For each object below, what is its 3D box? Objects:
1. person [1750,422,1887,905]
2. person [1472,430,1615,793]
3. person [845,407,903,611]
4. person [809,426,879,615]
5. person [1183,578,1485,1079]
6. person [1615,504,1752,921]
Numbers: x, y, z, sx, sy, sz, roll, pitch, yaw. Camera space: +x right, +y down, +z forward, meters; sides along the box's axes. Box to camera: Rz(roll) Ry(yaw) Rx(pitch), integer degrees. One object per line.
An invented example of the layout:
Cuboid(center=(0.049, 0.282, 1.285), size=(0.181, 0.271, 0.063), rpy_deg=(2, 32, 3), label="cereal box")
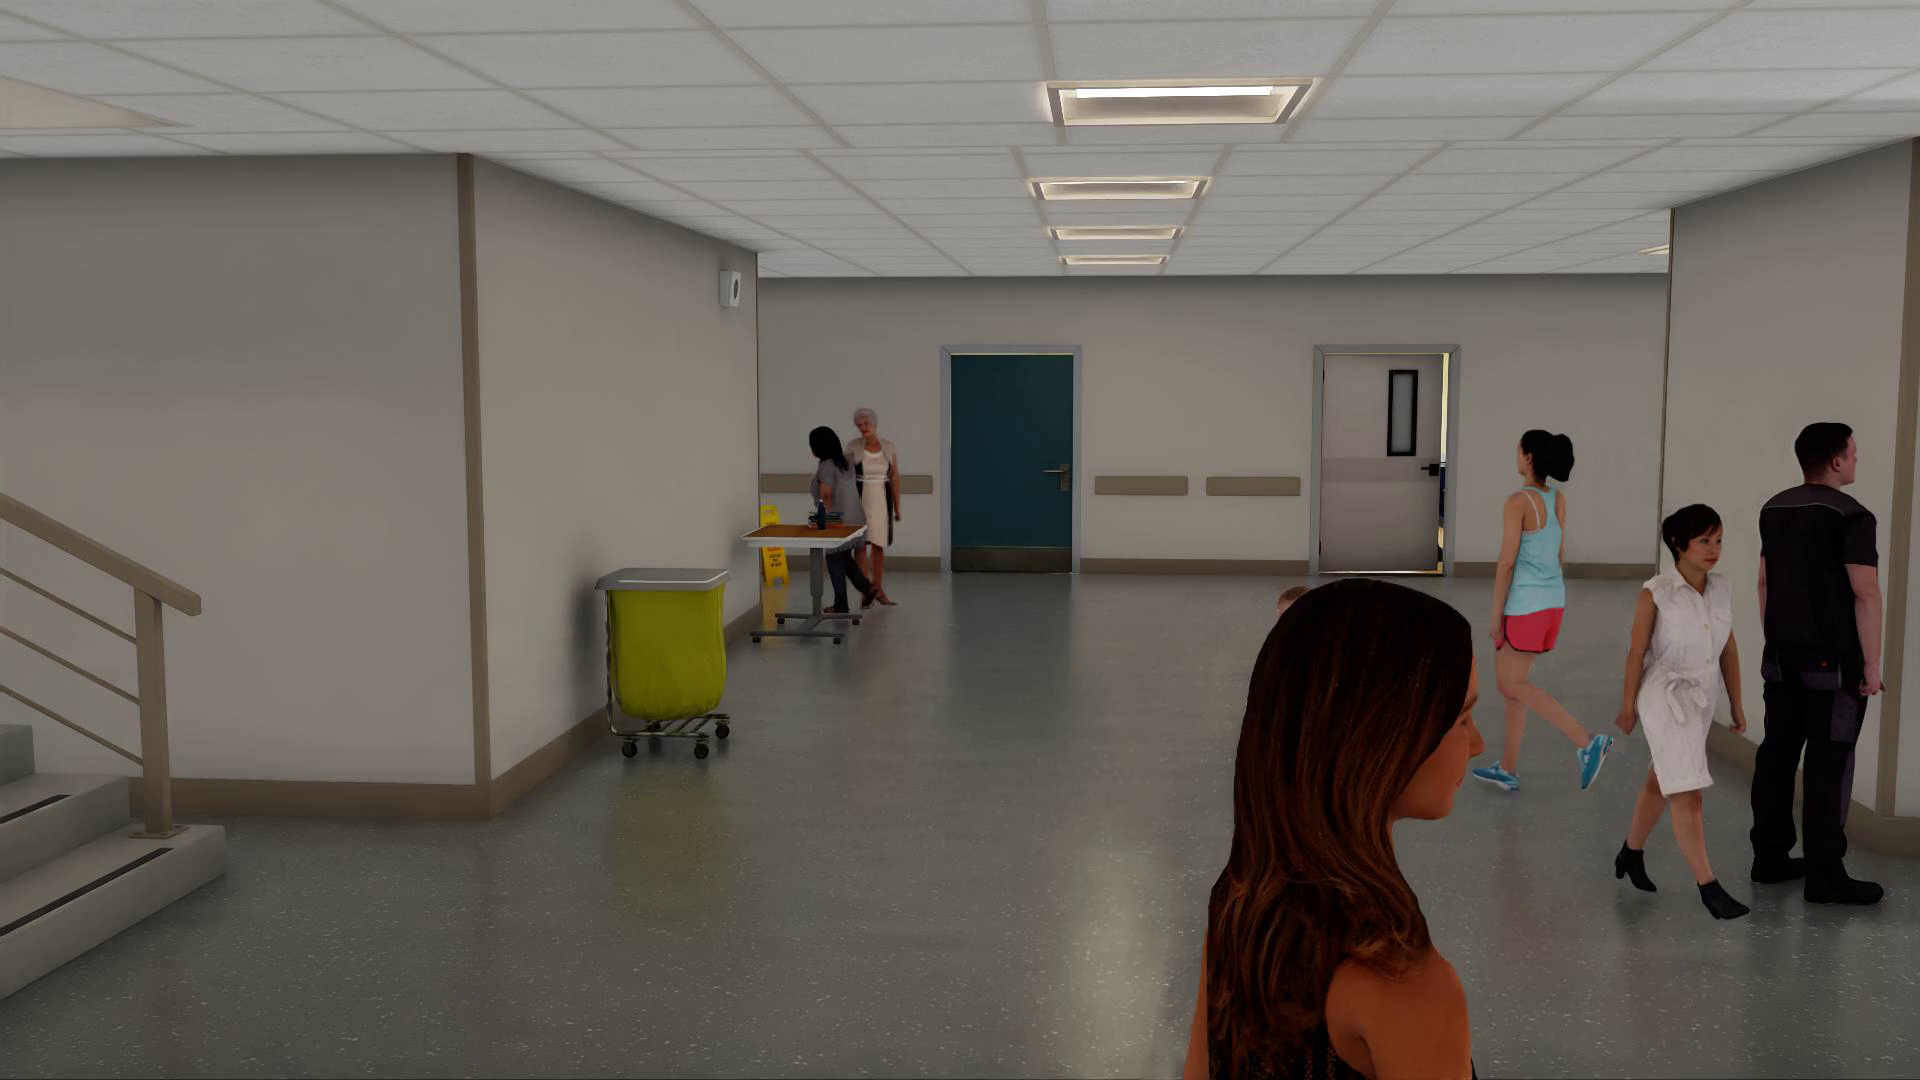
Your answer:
Cuboid(center=(3.335, 0.458, 6.490), size=(0.730, 1.845, 0.803), rpy_deg=(-2, 6, -15), label="person")
Cuboid(center=(2.747, 0.373, 7.841), size=(1.025, 1.744, 1.042), rpy_deg=(-4, 7, -34), label="person")
Cuboid(center=(-0.774, -0.261, 14.235), size=(0.804, 1.724, 0.912), rpy_deg=(-3, 7, -28), label="person")
Cuboid(center=(-0.938, -0.150, 13.849), size=(0.903, 1.581, 0.833), rpy_deg=(4, 7, 31), label="person")
Cuboid(center=(0.239, 0.981, 1.643), size=(1.251, 1.774, 0.784), rpy_deg=(-1, 6, -12), label="person")
Cuboid(center=(2.680, 0.642, 6.326), size=(0.986, 1.512, 0.857), rpy_deg=(-2, 6, -19), label="person")
